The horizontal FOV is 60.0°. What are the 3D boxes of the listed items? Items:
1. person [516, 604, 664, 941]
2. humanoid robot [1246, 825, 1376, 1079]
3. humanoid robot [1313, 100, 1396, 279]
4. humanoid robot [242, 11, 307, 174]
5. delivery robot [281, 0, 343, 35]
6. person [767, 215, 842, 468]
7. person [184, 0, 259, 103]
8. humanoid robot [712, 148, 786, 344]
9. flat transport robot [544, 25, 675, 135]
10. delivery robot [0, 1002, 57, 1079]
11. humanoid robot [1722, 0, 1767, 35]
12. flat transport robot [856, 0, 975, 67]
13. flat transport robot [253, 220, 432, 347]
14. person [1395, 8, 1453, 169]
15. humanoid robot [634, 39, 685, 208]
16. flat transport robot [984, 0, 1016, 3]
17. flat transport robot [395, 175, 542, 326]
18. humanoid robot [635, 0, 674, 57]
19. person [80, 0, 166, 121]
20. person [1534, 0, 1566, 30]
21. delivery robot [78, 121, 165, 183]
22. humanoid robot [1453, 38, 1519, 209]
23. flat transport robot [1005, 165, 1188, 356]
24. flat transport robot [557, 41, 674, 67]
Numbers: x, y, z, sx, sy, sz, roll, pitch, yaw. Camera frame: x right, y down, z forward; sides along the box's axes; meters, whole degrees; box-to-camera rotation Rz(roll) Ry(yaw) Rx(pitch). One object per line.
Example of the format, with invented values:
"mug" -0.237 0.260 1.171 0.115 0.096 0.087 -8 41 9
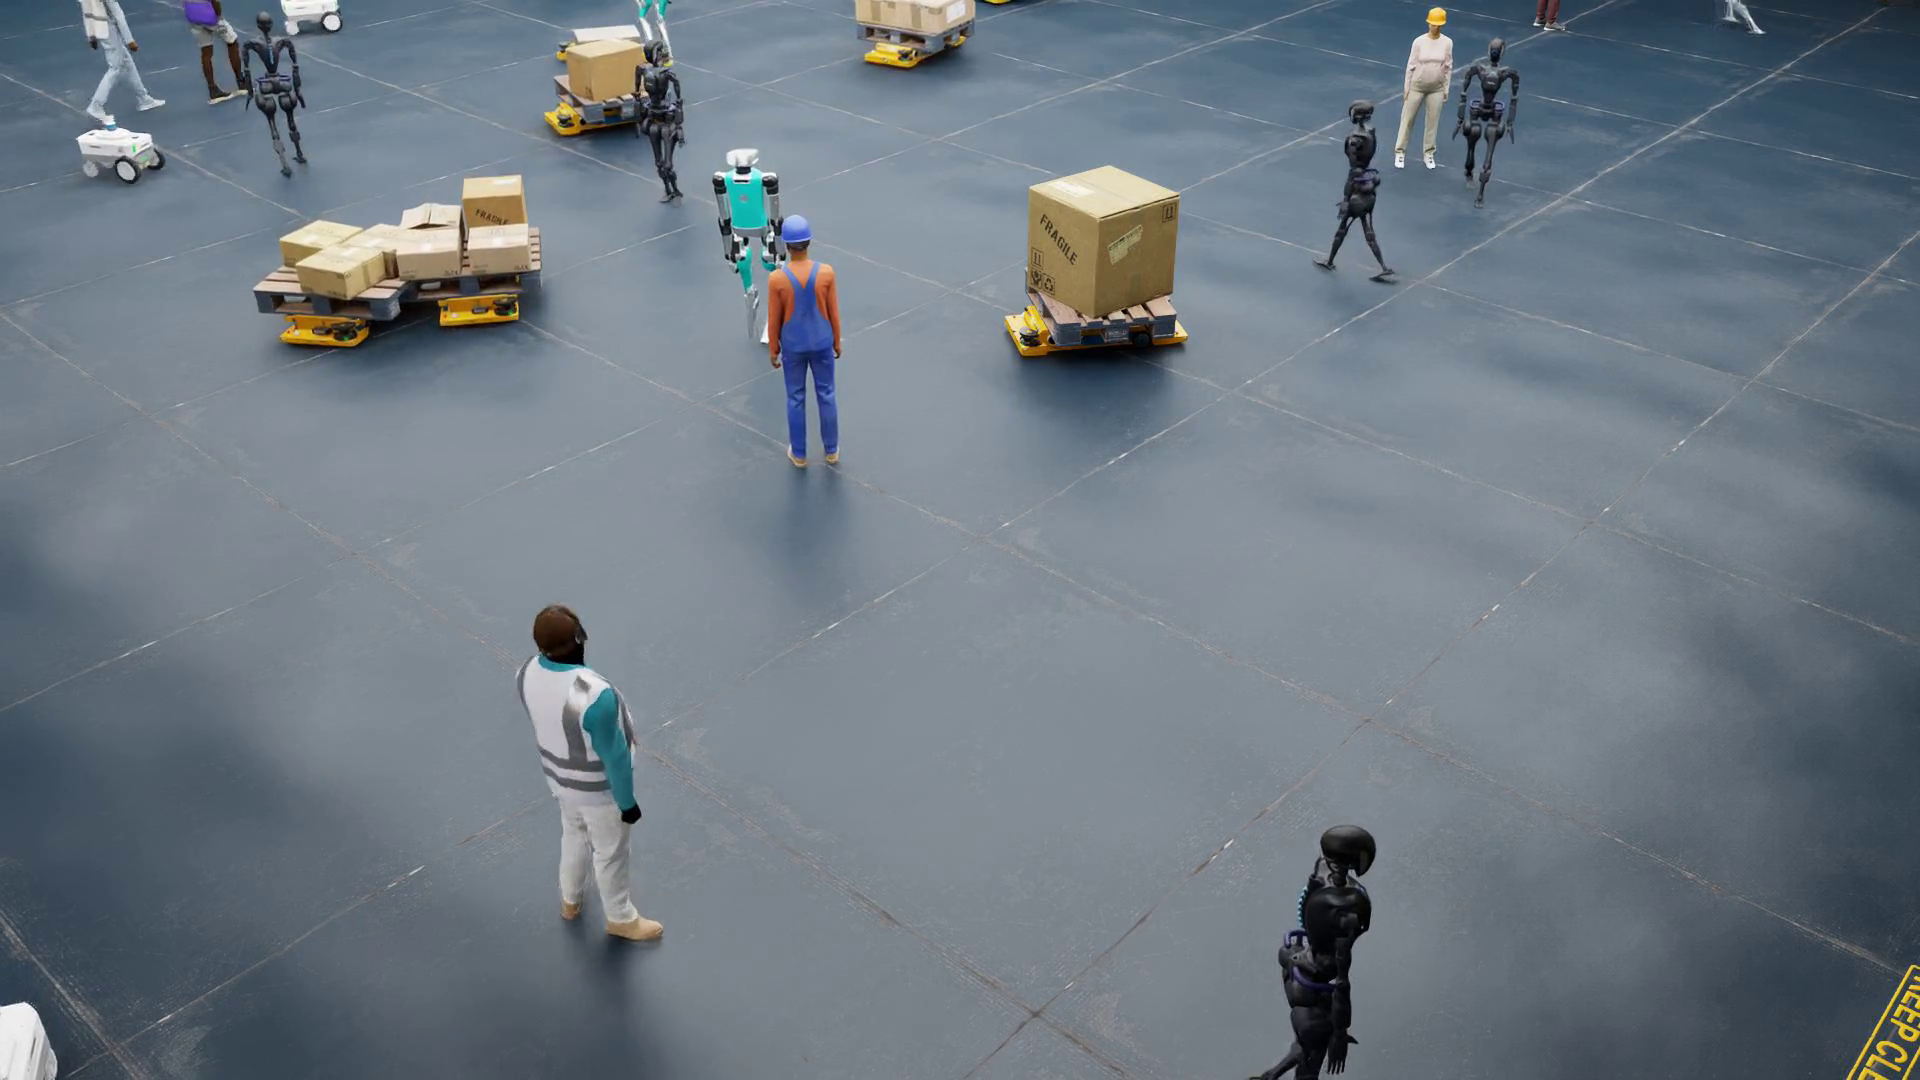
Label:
"person" -1.753 1.129 7.884 0.701 1.812 0.432 27 41 36
"humanoid robot" 1.447 1.841 6.850 0.393 1.643 0.599 -1 32 -2
"humanoid robot" 3.610 -3.142 14.938 0.784 1.623 0.586 16 35 24
"humanoid robot" -7.182 -4.684 17.391 0.602 1.647 0.595 -18 36 -27
"delivery robot" -8.691 -7.105 22.333 0.801 0.604 0.499 -11 33 -17
"person" -1.106 -1.397 11.865 0.525 1.900 0.389 -5 32 -8
"person" -8.764 -6.163 19.503 0.634 1.927 0.798 11 34 18
"humanoid robot" -1.647 -2.362 13.681 0.549 1.899 0.727 4 32 6
"flat transport robot" -3.985 -4.925 19.085 1.431 0.231 0.659 -16 35 -24
"delivery robot" -4.124 2.360 7.076 0.499 0.589 0.784 -9 33 -15
"humanoid robot" 10.496 -7.631 22.049 0.974 1.748 0.546 26 40 35
"flat transport robot" -0.577 -6.391 21.446 0.659 0.231 1.431 17 36 26
"flat transport robot" -5.273 -2.063 14.477 0.659 0.231 1.431 5 32 7
"person" 4.880 -4.721 17.412 0.461 1.688 0.342 2 32 4
"humanoid robot" -2.967 -4.142 16.487 0.587 1.643 0.365 13 34 20
"flat transport robot" 0.766 -8.027 24.080 0.659 0.231 1.431 27 41 36
"flat transport robot" -4.323 -2.280 14.825 0.659 0.231 1.431 -6 32 -10
"humanoid robot" -3.886 -6.886 20.891 0.534 1.836 0.661 -19 37 -28
"person" -9.686 -5.737 18.867 0.595 1.887 0.933 21 38 30
"person" 8.003 -7.750 22.169 0.373 1.810 0.554 -8 33 -13
"delivery robot" -8.828 -4.089 17.465 0.774 0.592 0.499 7 33 11
"humanoid robot" 5.276 -4.216 16.643 0.601 1.635 0.730 9 33 14
"flat transport robot" 1.146 -1.836 14.111 1.431 0.231 0.659 -6 32 -9
"flat transport robot" -4.366 -6.122 21.012 1.431 0.231 0.659 21 38 30
